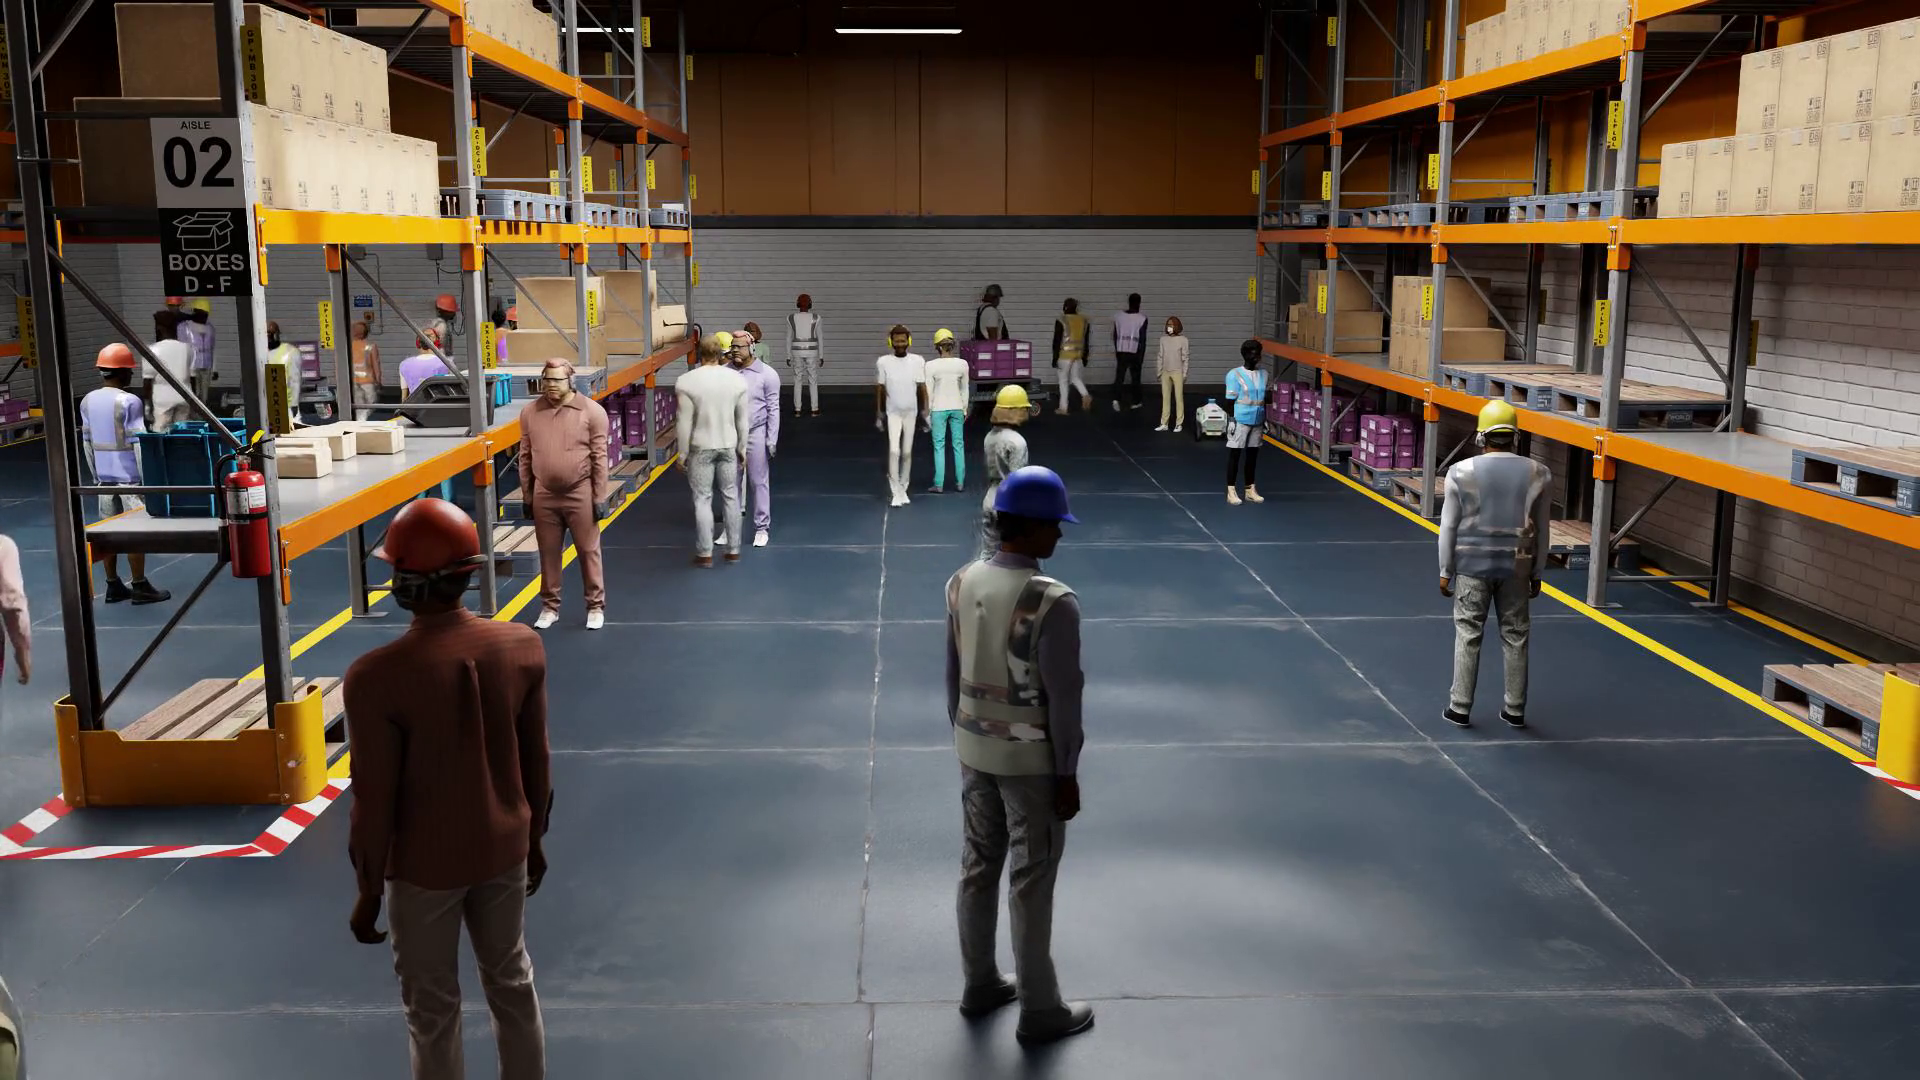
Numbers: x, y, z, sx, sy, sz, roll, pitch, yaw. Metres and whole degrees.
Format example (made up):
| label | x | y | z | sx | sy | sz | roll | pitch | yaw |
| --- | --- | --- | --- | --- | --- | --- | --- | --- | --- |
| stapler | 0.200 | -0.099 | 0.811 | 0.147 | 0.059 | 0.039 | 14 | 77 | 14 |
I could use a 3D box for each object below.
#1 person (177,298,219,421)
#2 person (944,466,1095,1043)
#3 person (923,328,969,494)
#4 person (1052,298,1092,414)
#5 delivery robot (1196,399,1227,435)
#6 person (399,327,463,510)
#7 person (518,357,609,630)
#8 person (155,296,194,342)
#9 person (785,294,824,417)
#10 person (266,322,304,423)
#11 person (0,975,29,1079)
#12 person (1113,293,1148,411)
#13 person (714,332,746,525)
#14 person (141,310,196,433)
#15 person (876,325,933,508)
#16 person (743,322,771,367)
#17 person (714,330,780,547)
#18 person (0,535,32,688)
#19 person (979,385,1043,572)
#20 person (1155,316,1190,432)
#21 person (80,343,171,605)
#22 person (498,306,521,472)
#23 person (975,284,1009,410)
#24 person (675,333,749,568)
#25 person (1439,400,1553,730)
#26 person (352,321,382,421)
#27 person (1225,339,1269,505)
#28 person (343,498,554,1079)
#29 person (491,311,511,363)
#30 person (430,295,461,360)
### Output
| label | x | y | z | sx | sy | sz | roll | pitch | yaw |
| --- | --- | --- | --- | --- | --- | --- | --- | --- | --- |
| person | -10.694 | -2.447 | 23.353 | 0.497 | 1.896 | 0.615 | 6 | 12 | 30 |
| person | 0.197 | 0.715 | 5.644 | 0.411 | 1.939 | 0.605 | -8 | 13 | -39 |
| person | -0.153 | -1.373 | 17.771 | 0.523 | 1.766 | 0.315 | -5 | 11 | -24 |
| person | 1.747 | -2.841 | 25.810 | 0.643 | 1.823 | 0.580 | -7 | 13 | -35 |
| delivery robot | 3.402 | -1.662 | 22.484 | 0.477 | 0.478 | 0.707 | 0 | 10 | 1 |
| person | -5.207 | -1.167 | 16.393 | 0.566 | 1.846 | 0.387 | 0 | 10 | -2 |
| person | -2.742 | -0.312 | 11.500 | 0.637 | 1.899 | 0.395 | 1 | 10 | 6 |
| person | -11.544 | -2.694 | 24.562 | 0.613 | 1.967 | 0.486 | -2 | 10 | -9 |
| person | -2.382 | -2.830 | 25.547 | 0.585 | 1.882 | 0.343 | 0 | 10 | 0 |
| person | -7.519 | -1.472 | 18.220 | 0.626 | 1.807 | 0.832 | 1 | 10 | 4 |
| person | -1.805 | 1.268 | 2.870 | 0.597 | 1.831 | 0.404 | 9 | 14 | 41 |
| person | 2.689 | -2.994 | 26.513 | 0.599 | 1.874 | 0.991 | 5 | 11 | 24 |
| person | -2.224 | -1.060 | 15.829 | 0.403 | 1.835 | 0.588 | 2 | 10 | 12 |
| person | -8.559 | -1.525 | 18.086 | 0.662 | 1.948 | 0.600 | 8 | 13 | 38 |
| person | -0.550 | -1.240 | 16.809 | 0.543 | 1.835 | 0.846 | -2 | 10 | -10 |
| person | -2.721 | -2.039 | 21.842 | 0.507 | 1.633 | 0.278 | 3 | 11 | 18 |
| person | -1.909 | -0.889 | 14.671 | 0.638 | 1.910 | 0.407 | 3 | 11 | 17 |
| person | -4.442 | 0.510 | 7.411 | 0.538 | 1.708 | 0.941 | -7 | 12 | -34 |
| person | 0.402 | -0.190 | 11.275 | 0.718 | 1.717 | 0.507 | -6 | 12 | -30 |
| person | 3.005 | -2.343 | 23.530 | 0.498 | 1.634 | 0.278 | 8 | 13 | 37 |
| person | -6.195 | -0.485 | 12.335 | 0.553 | 1.935 | 0.362 | 4 | 11 | 20 |
| person | -5.165 | -1.772 | 19.511 | 0.372 | 1.933 | 0.551 | 2 | 10 | 11 |
| person | 0.532 | -3.060 | 26.395 | 0.589 | 2.000 | 0.698 | -4 | 11 | -20 |
| person | -2.039 | -0.736 | 13.732 | 0.635 | 1.937 | 0.353 | -6 | 12 | -30 |
| person | 2.936 | 0.142 | 9.179 | 0.591 | 1.823 | 0.405 | 1 | 10 | 5 |
| person | -8.013 | -2.103 | 22.210 | 0.554 | 1.622 | 0.515 | 3 | 11 | 15 |
| person | 2.946 | -1.210 | 17.054 | 0.532 | 1.694 | 0.319 | -6 | 12 | -30 |
| person | -1.405 | 0.871 | 4.617 | 0.372 | 1.997 | 0.622 | 8 | 13 | 39 |
| person | -6.828 | -2.581 | 24.764 | 0.551 | 1.652 | 0.849 | -4 | 11 | -20 |
| person | -6.857 | -2.282 | 22.236 | 0.987 | 1.975 | 0.749 | -6 | 12 | -30 |
